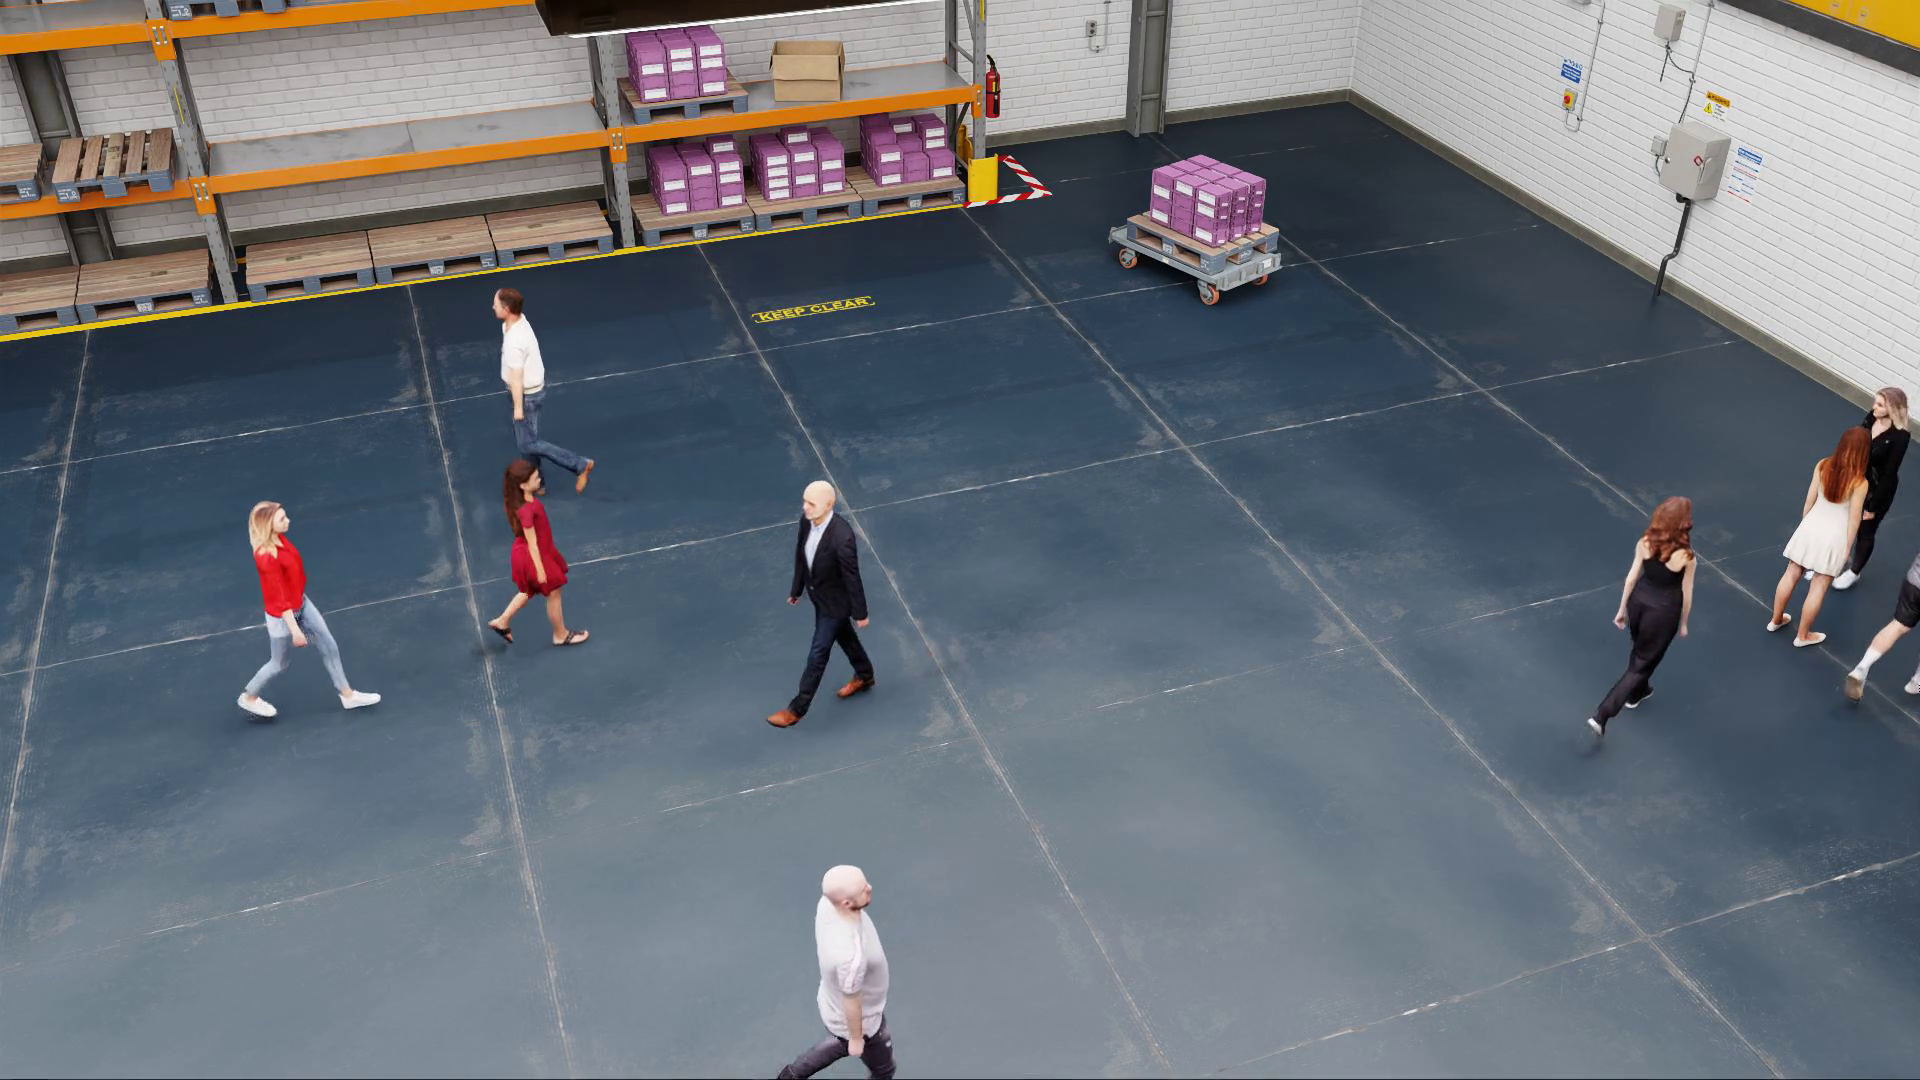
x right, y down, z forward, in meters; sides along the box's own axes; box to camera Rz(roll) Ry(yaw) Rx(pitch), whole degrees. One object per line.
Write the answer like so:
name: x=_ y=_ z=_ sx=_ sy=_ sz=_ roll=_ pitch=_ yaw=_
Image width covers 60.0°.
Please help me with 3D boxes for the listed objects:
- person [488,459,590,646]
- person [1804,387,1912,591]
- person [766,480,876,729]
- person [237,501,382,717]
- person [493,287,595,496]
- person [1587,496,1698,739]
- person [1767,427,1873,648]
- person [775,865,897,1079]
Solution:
person: x=-3.006 y=0.119 z=11.493 sx=0.893 sy=1.539 sz=0.586 roll=-13 pitch=36 yaw=-19
person: x=6.684 y=-0.380 z=12.124 sx=0.635 sy=1.670 sz=0.648 roll=-17 pitch=37 yaw=-24
person: x=-0.785 y=0.365 z=10.922 sx=1.244 sy=1.761 sz=0.947 roll=-23 pitch=40 yaw=-30
person: x=-4.434 y=0.501 z=10.802 sx=1.175 sy=1.667 sz=0.770 roll=-5 pitch=34 yaw=-8
person: x=-3.319 y=-1.120 z=13.089 sx=1.046 sy=1.836 sz=0.814 roll=-3 pitch=34 yaw=-5
person: x=4.409 y=0.529 z=10.711 sx=1.175 sy=1.721 sz=0.830 roll=-25 pitch=41 yaw=-32
person: x=6.005 y=-0.034 z=11.566 sx=0.581 sy=1.712 sz=0.594 roll=-18 pitch=38 yaw=-25
person: x=-0.602 y=2.263 z=8.022 sx=1.112 sy=1.810 sz=0.764 roll=-7 pitch=34 yaw=-10
